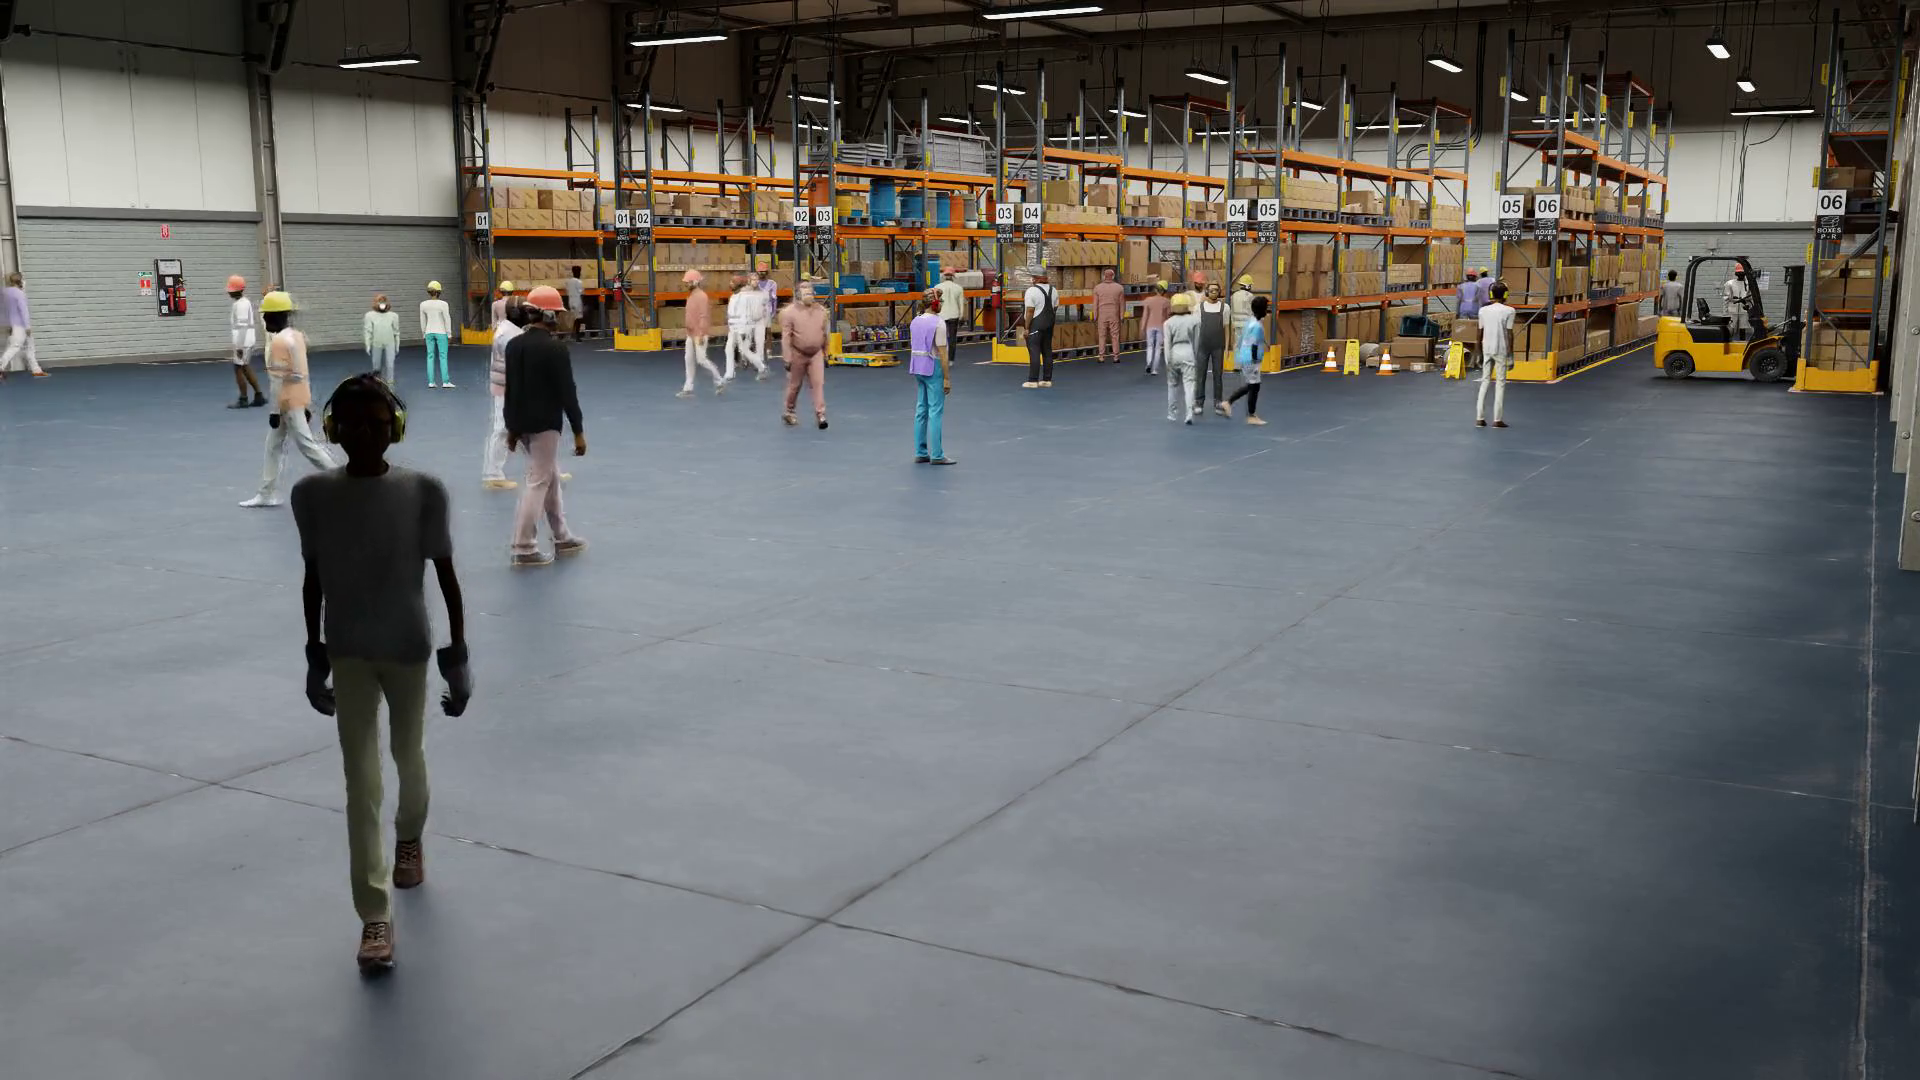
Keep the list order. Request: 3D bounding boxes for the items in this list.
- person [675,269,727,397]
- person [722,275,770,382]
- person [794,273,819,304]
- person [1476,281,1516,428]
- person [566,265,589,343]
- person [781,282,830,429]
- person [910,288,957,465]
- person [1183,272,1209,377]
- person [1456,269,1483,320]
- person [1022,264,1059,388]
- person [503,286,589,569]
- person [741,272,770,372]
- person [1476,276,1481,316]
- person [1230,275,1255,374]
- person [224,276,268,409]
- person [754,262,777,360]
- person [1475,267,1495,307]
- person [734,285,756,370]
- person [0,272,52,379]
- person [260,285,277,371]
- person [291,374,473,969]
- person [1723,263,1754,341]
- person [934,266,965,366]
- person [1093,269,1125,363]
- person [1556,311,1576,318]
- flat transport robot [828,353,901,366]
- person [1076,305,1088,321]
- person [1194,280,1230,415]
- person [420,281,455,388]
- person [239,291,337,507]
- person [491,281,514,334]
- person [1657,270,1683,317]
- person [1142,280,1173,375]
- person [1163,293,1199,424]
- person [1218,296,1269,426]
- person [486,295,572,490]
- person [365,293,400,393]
[{"bbox_3d":[-4.036,-3.192,25.719,0.660,1.990,0.654,-7,12,-35],"label":"person"},{"bbox_3d":[-3.756,-3.640,28.711,0.860,1.858,0.584,-5,11,-28],"label":"person"},{"bbox_3d":[-3.617,-5.422,39.350,0.618,1.780,0.949,4,11,23],"label":"person"},{"bbox_3d":[6.803,-2.345,21.117,0.329,1.862,0.515,-9,13,-43],"label":"person"},{"bbox_3d":[-9.557,-5.883,41.566,0.602,1.951,0.436,8,13,41],"label":"person"},{"bbox_3d":[-1.958,-2.336,21.122,0.691,1.859,1.015,-4,11,-24],"label":"person"},{"bbox_3d":[-0.312,-1.702,17.373,0.389,1.847,0.567,-8,12,-38],"label":"person"},{"bbox_3d":[4.291,-3.914,30.238,0.550,1.891,1.017,0,10,2],"label":"person"},{"bbox_3d":[11.329,-5.078,37.021,0.580,1.878,0.954,4,11,24],"label":"person"},{"bbox_3d":[1.281,-3.553,27.641,0.688,2.000,0.539,-9,13,-42],"label":"person"},{"bbox_3d":[-2.870,-0.806,11.787,0.660,1.954,0.895,8,12,38],"label":"person"},{"bbox_3d":[-3.900,-4.099,31.305,0.648,1.880,0.782,-3,10,-15],"label":"person"},{"bbox_3d":[14.566,-6.601,46.663,0.385,1.624,0.544,-1,10,-3],"label":"person"},{"bbox_3d":[5.254,-3.971,30.694,0.403,1.835,0.586,-6,11,-32],"label":"person"},{"bbox_3d":[-10.247,-2.828,23.836,0.466,1.896,0.614,-4,10,-20],"label":"person"},{"bbox_3d":[-4.137,-4.794,34.900,0.606,2.044,0.373,-1,10,-5],"label":"person"},{"bbox_3d":[14.363,-6.510,45.454,0.624,1.869,0.646,0,10,-3],"label":"person"},{"bbox_3d":[-4.177,-4.114,31.976,0.541,1.674,0.596,7,12,35],"label":"person"},{"bbox_3d":[-16.743,-3.801,29.491,0.635,1.906,0.973,9,13,43],"label":"person"},{"bbox_3d":[-13.028,-4.011,31.517,0.508,1.631,0.264,6,11,30],"label":"person"},{"bbox_3d":[-1.859,0.365,5.400,0.527,1.823,1.026,-2,10,-14],"label":"person"},{"bbox_3d":[16.192,-4.740,34.583,0.616,2.041,0.381,4,11,25],"label":"person"},{"bbox_3d":[-0.218,-4.457,33.124,0.637,1.974,0.491,0,10,1],"label":"person"},{"bbox_3d":[3.029,-4.550,33.883,0.644,1.905,0.400,1,10,5],"label":"person"},{"bbox_3d":[14.753,-5.677,40.469,0.653,1.906,0.408,3,10,17],"label":"person"},{"bbox_3d":[-1.949,-3.592,33.045,1.431,0.197,0.652,6,12,33],"label":"flat transport robot"},{"bbox_3d":[3.814,-7.797,52.859,0.419,1.922,0.553,6,11,30],"label":"person"},{"bbox_3d":[3.448,-2.640,22.866,0.514,1.846,0.339,1,10,7],"label":"person"},{"bbox_3d":[-8.646,-3.391,27.490,0.524,1.771,0.312,2,10,10],"label":"person"},{"bbox_3d":[-5.743,-1.206,14.386,0.986,1.886,0.597,-2,10,-11],"label":"person"},{"bbox_3d":[-7.468,-3.385,27.462,0.526,1.768,0.331,3,10,15],"label":"person"},{"bbox_3d":[16.826,-5.472,39.451,0.524,1.840,0.781,4,10,22],"label":"person"},{"bbox_3d":[3.613,-3.881,30.431,0.544,1.740,0.395,3,10,15],"label":"person"},{"bbox_3d":[2.891,-2.372,21.751,0.473,1.692,0.902,0,10,-1],"label":"person"},{"bbox_3d":[3.673,-2.291,21.334,0.535,1.674,0.534,0,10,3],"label":"person"},{"bbox_3d":[-4.037,-1.360,15.488,0.870,1.807,0.649,-1,10,-6],"label":"person"},{"bbox_3d":[-8.794,-2.952,25.345,0.509,1.617,0.610,-4,11,-24],"label":"person"}]
